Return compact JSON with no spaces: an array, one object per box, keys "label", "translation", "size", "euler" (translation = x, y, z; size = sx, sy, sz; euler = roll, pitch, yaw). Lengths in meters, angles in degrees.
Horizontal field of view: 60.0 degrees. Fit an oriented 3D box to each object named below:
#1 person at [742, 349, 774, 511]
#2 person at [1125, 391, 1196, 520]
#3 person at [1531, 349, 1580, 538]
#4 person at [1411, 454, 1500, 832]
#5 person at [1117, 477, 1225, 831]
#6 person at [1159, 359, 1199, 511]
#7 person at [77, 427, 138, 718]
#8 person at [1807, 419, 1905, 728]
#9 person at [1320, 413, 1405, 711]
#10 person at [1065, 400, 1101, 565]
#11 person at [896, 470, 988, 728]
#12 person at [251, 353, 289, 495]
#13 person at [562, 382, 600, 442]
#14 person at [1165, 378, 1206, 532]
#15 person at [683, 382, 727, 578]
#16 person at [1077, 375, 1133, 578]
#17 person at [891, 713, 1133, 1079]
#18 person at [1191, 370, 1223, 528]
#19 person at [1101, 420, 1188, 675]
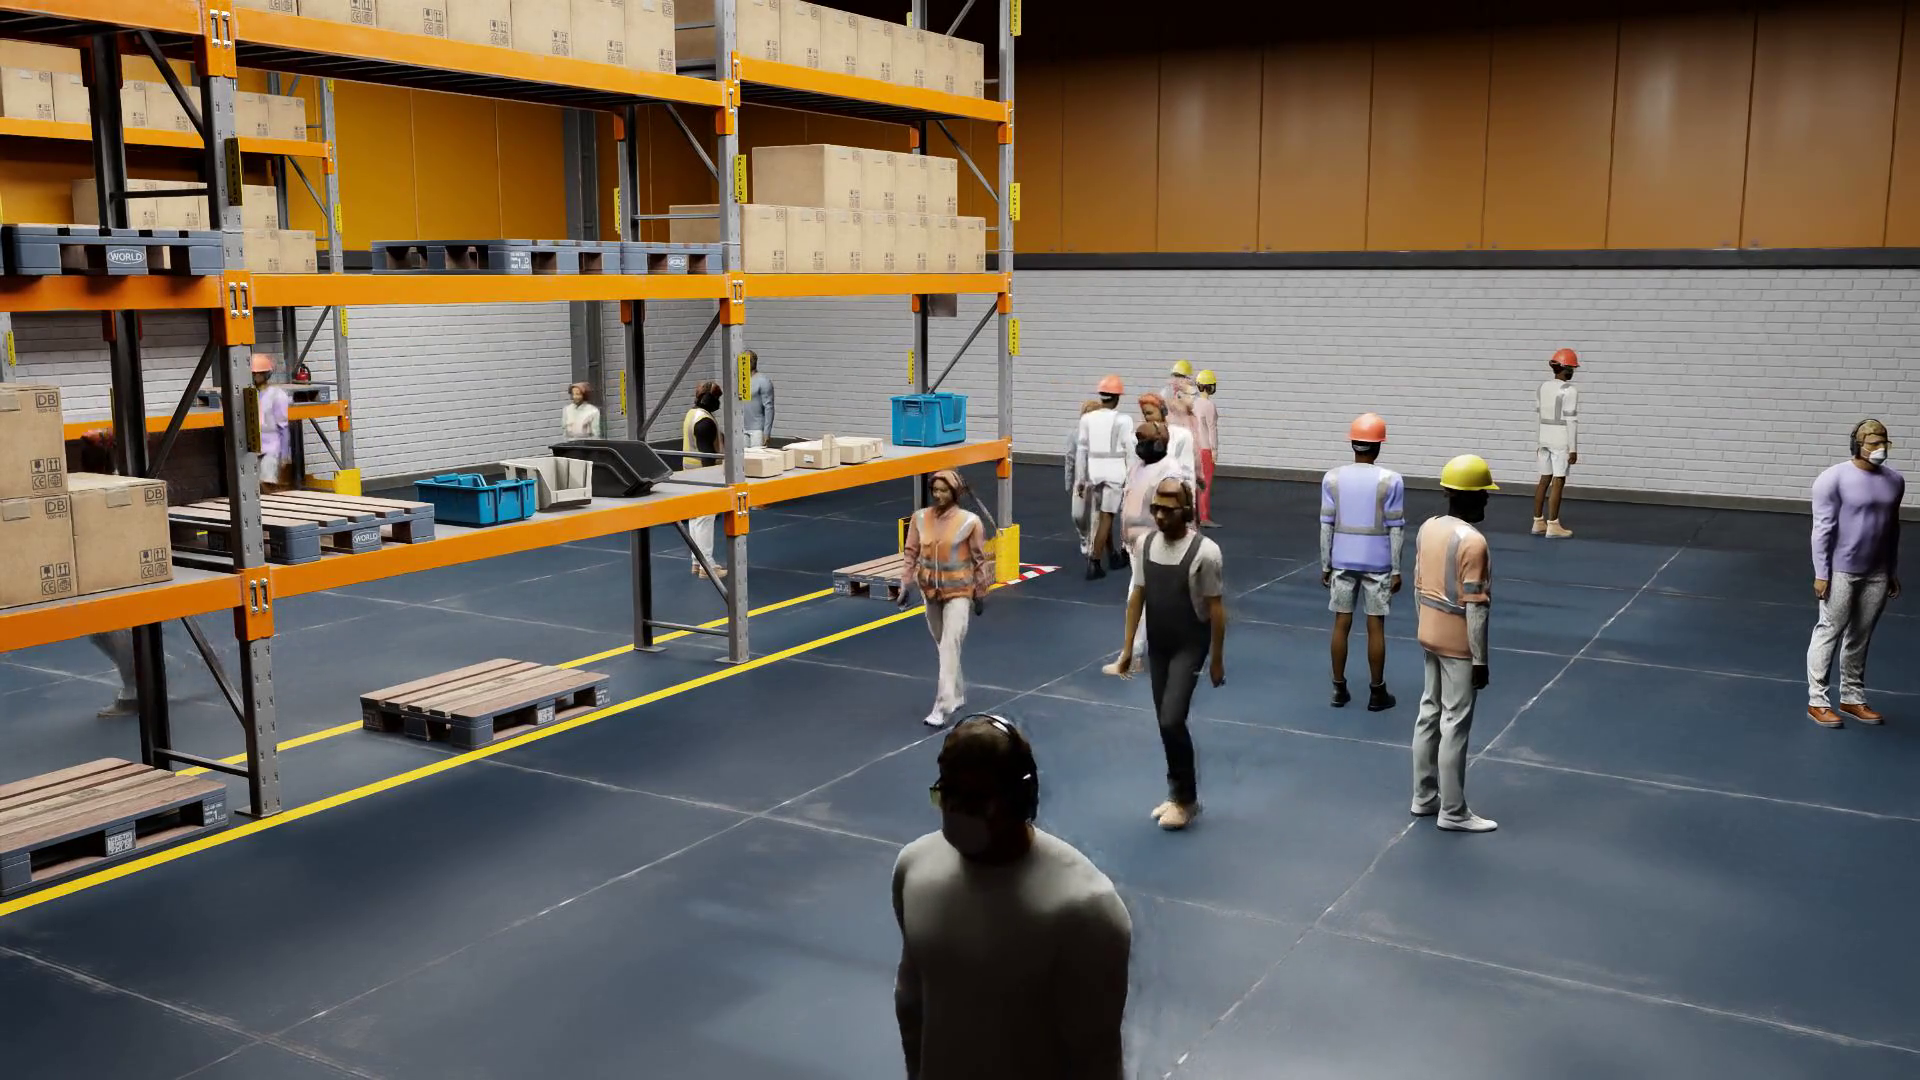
[{"label":"person","translation":[-2.492,-1.318,19.972],"size":[0.635,1.936,0.354],"euler":[8,12,40]},{"label":"person","translation":[1.687,-0.327,14.015],"size":[0.592,1.865,0.487],"euler":[1,9,7]},{"label":"person","translation":[6.451,-1.040,17.937],"size":[0.400,2.036,0.611],"euler":[-3,10,-17]},{"label":"person","translation":[2.537,0.522,8.517],"size":[0.368,1.928,0.585],"euler":[-2,9,-14]},{"label":"person","translation":[1.082,0.581,8.475],"size":[0.578,1.826,0.503],"euler":[-8,12,-40]},{"label":"person","translation":[2.626,-1.228,19.788],"size":[0.454,1.841,0.593],"euler":[-8,12,-42]},{"label":"person","translation":[-5.434,0.212,10.650],"size":[0.579,1.873,0.404],"euler":[8,12,42]},{"label":"person","translation":[5.632,0.206,10.450],"size":[0.627,1.940,0.371],"euler":[-2,9,-14]},{"label":"person","translation":[2.620,0.144,10.836],"size":[0.543,1.939,0.370],"euler":[5,11,30]},{"label":"person","translation":[1.290,-0.574,16.317],"size":[0.514,1.616,0.602],"euler":[2,9,15]},{"label":"person","translation":[-0.140,0.371,10.473],"size":[0.521,1.604,0.819],"euler":[5,10,29]},{"label":"person","translation":[-7.215,-0.951,17.417],"size":[0.610,2.025,0.709],"euler":[4,10,24]},{"label":"person","translation":[-4.271,-0.951,18.651],"size":[0.540,1.616,0.600],"euler":[4,10,22]},{"label":"person","translation":[2.026,-0.621,15.849],"size":[0.956,1.870,0.652],"euler":[6,11,31]},{"label":"person","translation":[-2.375,-0.565,15.594],"size":[0.430,1.837,0.624],"euler":[-3,10,-18]},{"label":"person","translation":[1.401,-0.603,15.647],"size":[0.564,1.903,0.867],"euler":[7,11,36]},{"label":"person","translation":[0.130,1.298,3.729],"size":[0.637,1.918,0.845],"euler":[7,11,36]},{"label":"person","translation":[2.743,-1.019,18.629],"size":[0.308,1.772,0.526],"euler":[-3,10,-20]},{"label":"person","translation":[1.422,0.040,11.876],"size":[0.870,1.814,0.626],"euler":[-3,10,-19]}]
